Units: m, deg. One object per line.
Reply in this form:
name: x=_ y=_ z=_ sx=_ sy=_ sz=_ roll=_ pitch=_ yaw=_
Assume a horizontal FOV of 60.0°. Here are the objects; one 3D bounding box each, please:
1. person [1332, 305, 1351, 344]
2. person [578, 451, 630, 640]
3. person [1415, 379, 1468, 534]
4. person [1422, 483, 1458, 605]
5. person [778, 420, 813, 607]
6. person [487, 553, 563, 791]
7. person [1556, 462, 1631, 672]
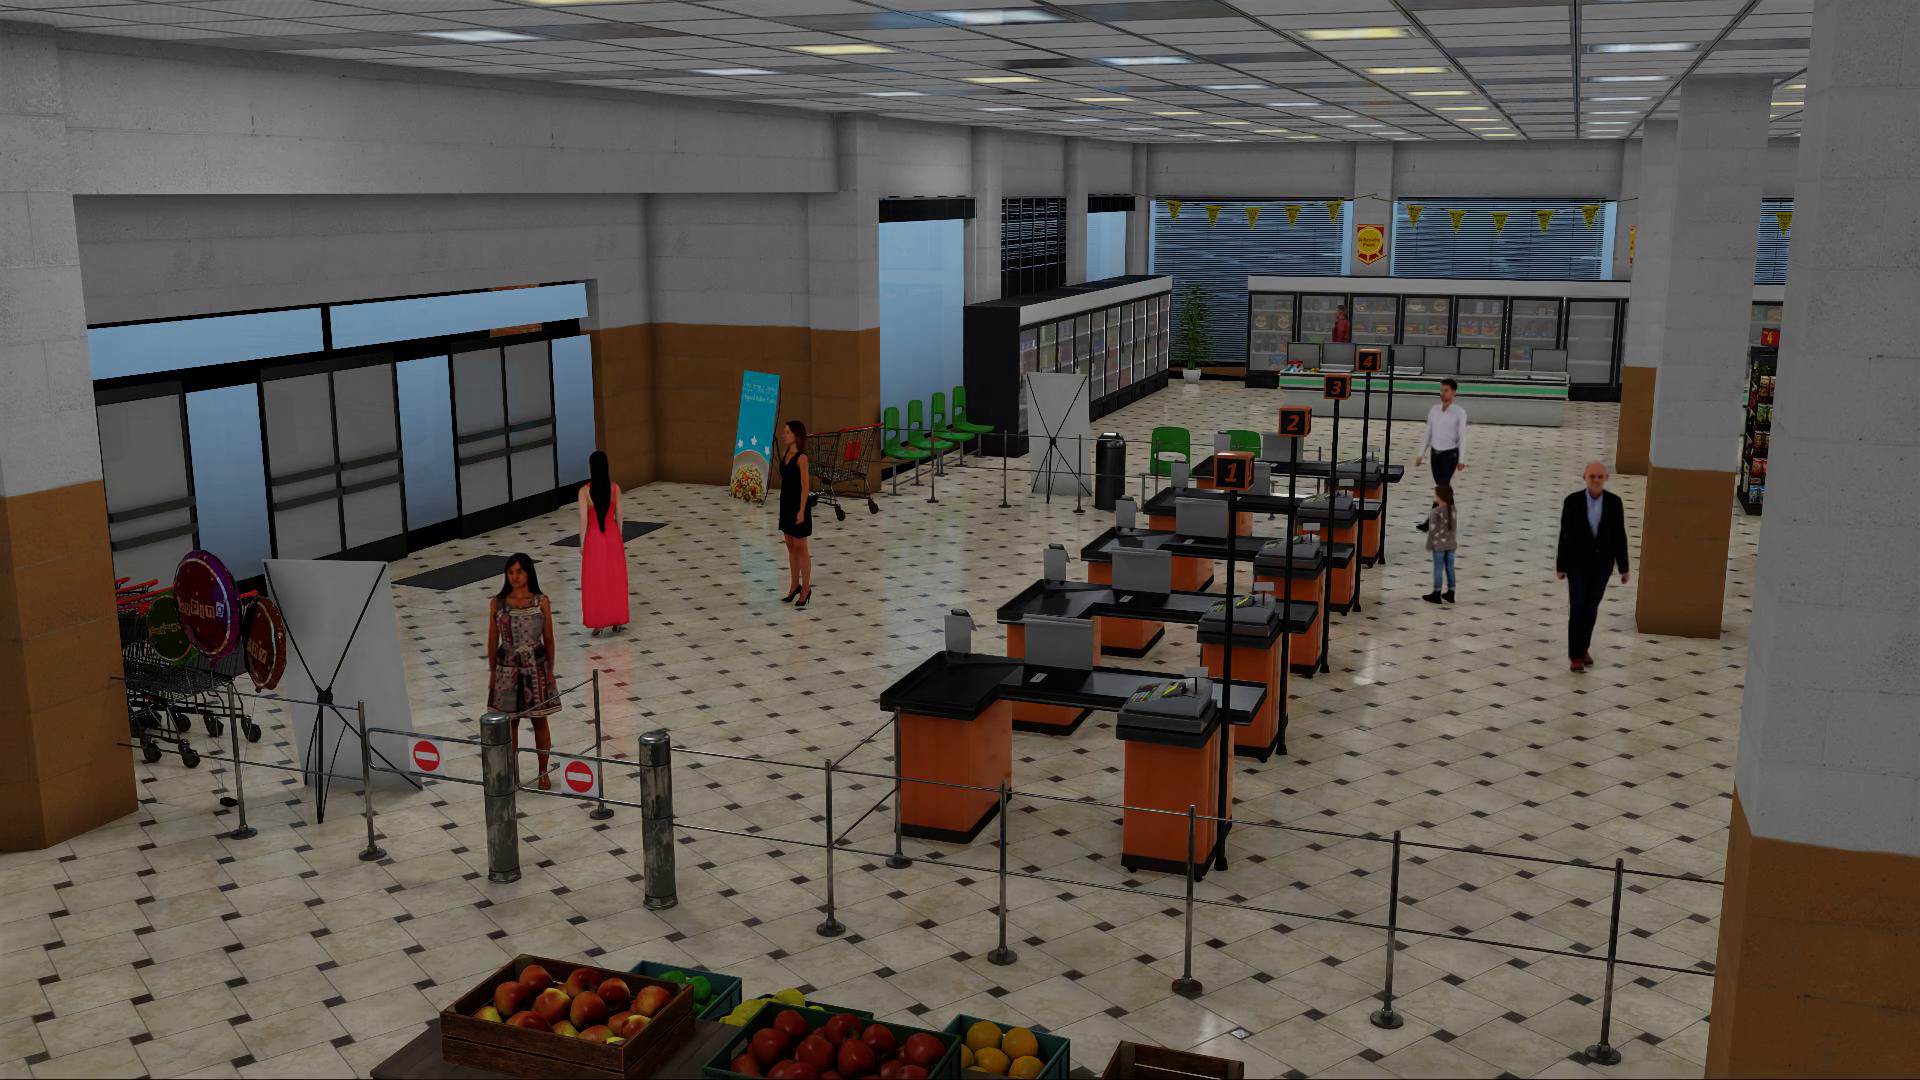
person: x=7.489 y=-3.700 z=32.676 sx=0.594 sy=1.830 sz=0.709 roll=6 pitch=13 yaw=27
person: x=-3.262 y=0.036 z=15.181 sx=0.713 sy=1.727 sz=0.748 roll=-8 pitch=14 yaw=-33
person: x=5.817 y=-0.989 z=19.790 sx=1.084 sy=1.834 sz=1.150 roll=-8 pitch=15 yaw=-35
person: x=4.803 y=0.032 z=16.503 sx=0.548 sy=1.191 sz=0.617 roll=-5 pitch=13 yaw=-21
person: x=-1.616 y=-0.266 z=16.353 sx=0.726 sy=1.835 sz=0.630 roll=-9 pitch=15 yaw=-36
person: x=-2.973 y=0.890 z=11.326 sx=0.637 sy=1.645 sz=0.784 roll=-1 pitch=12 yaw=-7
person: x=5.388 y=0.206 z=14.268 sx=0.993 sy=1.772 sz=0.892 roll=1 pitch=12 yaw=6
